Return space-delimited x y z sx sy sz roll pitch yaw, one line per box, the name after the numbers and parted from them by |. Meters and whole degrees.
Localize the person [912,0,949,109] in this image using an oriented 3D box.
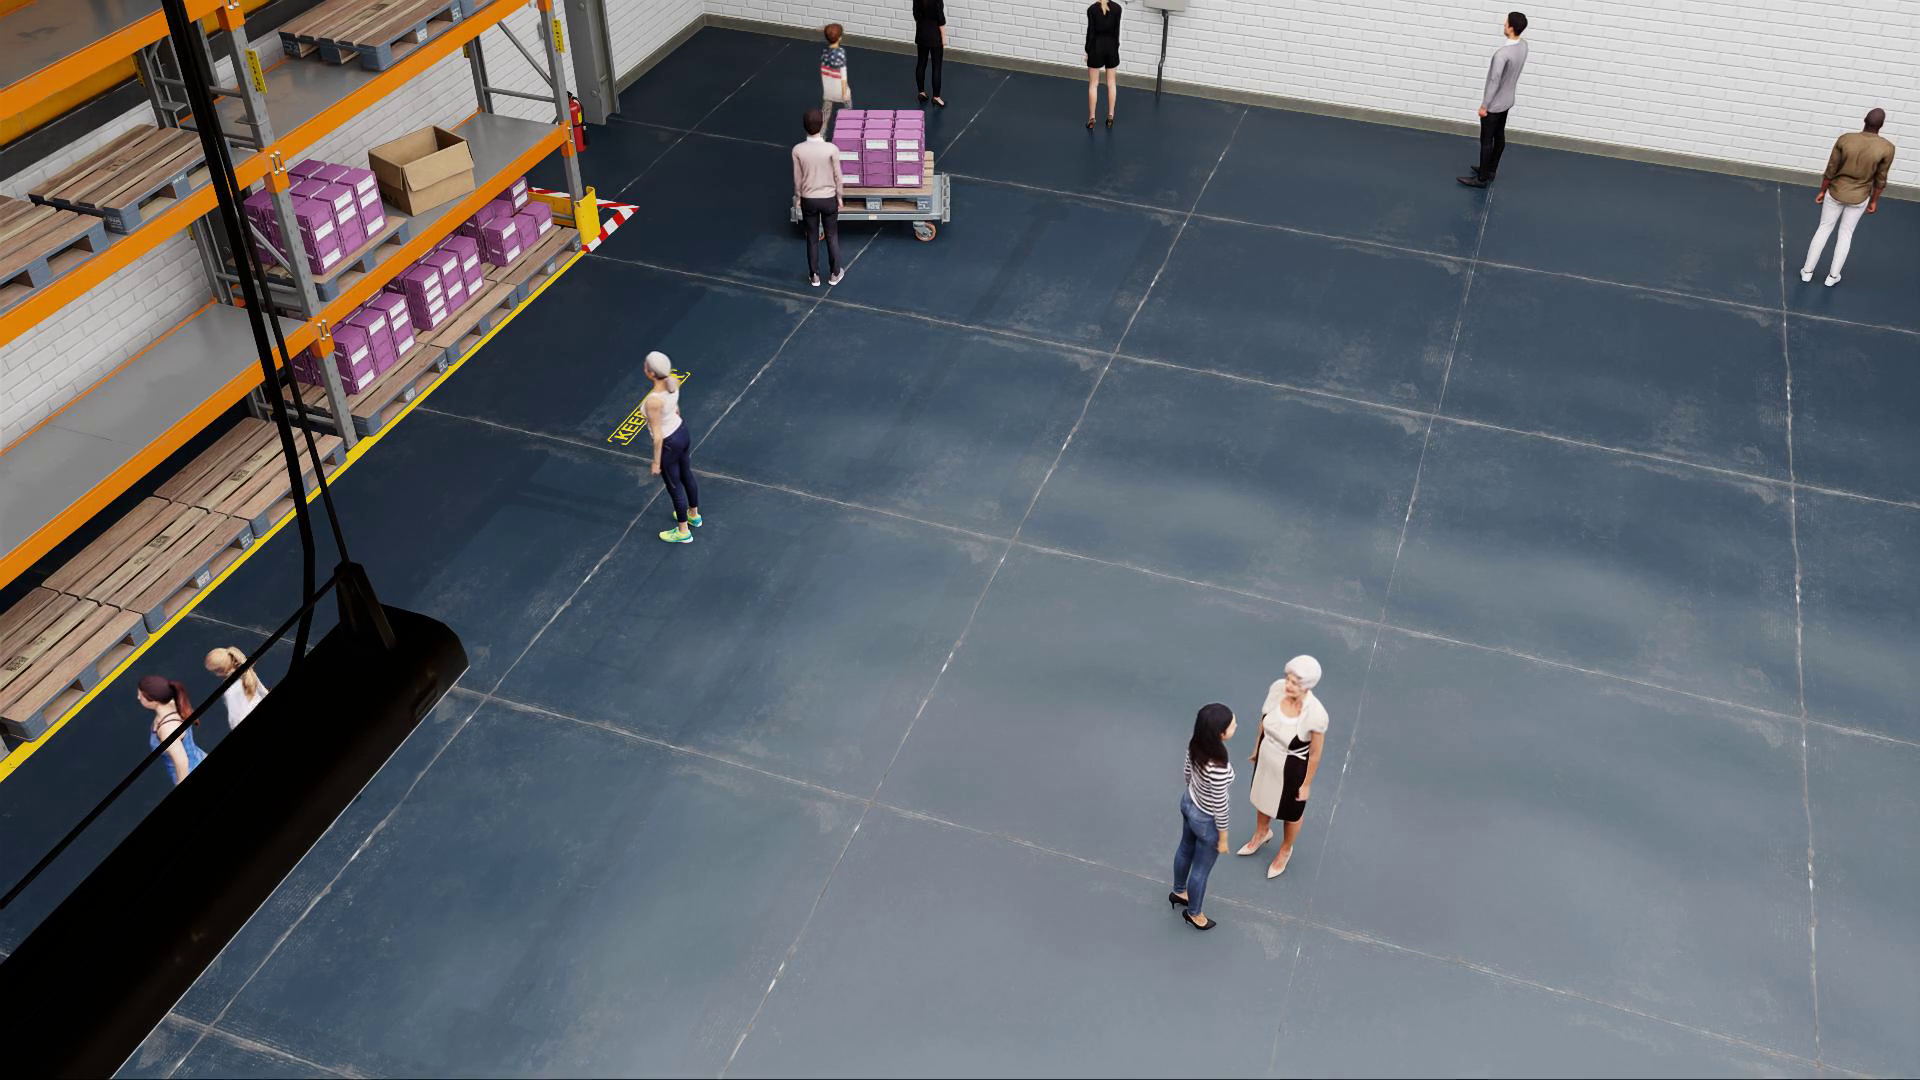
-0.362 -5.911 19.535 0.664 1.662 0.656 26 46 29 | person

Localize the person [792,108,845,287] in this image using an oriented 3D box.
-1.376 -3.325 16.180 0.690 1.808 0.663 1 39 2 | person

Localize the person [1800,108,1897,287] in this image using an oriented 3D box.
8.639 -3.341 16.186 0.764 1.825 0.630 20 43 23 | person

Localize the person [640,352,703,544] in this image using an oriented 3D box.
-2.259 -0.733 13.020 0.649 1.701 0.468 12 40 14 | person

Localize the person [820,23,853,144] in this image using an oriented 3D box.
-1.442 -5.071 18.690 0.649 1.404 0.983 21 43 25 | person

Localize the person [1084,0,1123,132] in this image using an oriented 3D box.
1.619 -5.552 19.001 0.655 1.768 0.678 -7 39 -9 | person

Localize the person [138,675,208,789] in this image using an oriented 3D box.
-4.801 1.450 10.361 0.721 1.609 0.638 -10 40 -12 | person

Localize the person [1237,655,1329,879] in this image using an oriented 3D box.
2.021 1.393 10.315 0.709 1.756 0.704 -26 45 -29 | person

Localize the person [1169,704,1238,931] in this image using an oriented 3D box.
1.454 1.658 9.950 0.699 1.797 0.610 -12 40 -14 | person

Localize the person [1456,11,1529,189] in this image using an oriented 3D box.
5.787 -4.722 17.837 0.880 1.923 0.717 29 47 31 | person

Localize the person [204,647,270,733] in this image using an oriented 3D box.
-4.614 1.174 10.997 0.767 1.246 0.824 2 39 2 | person
